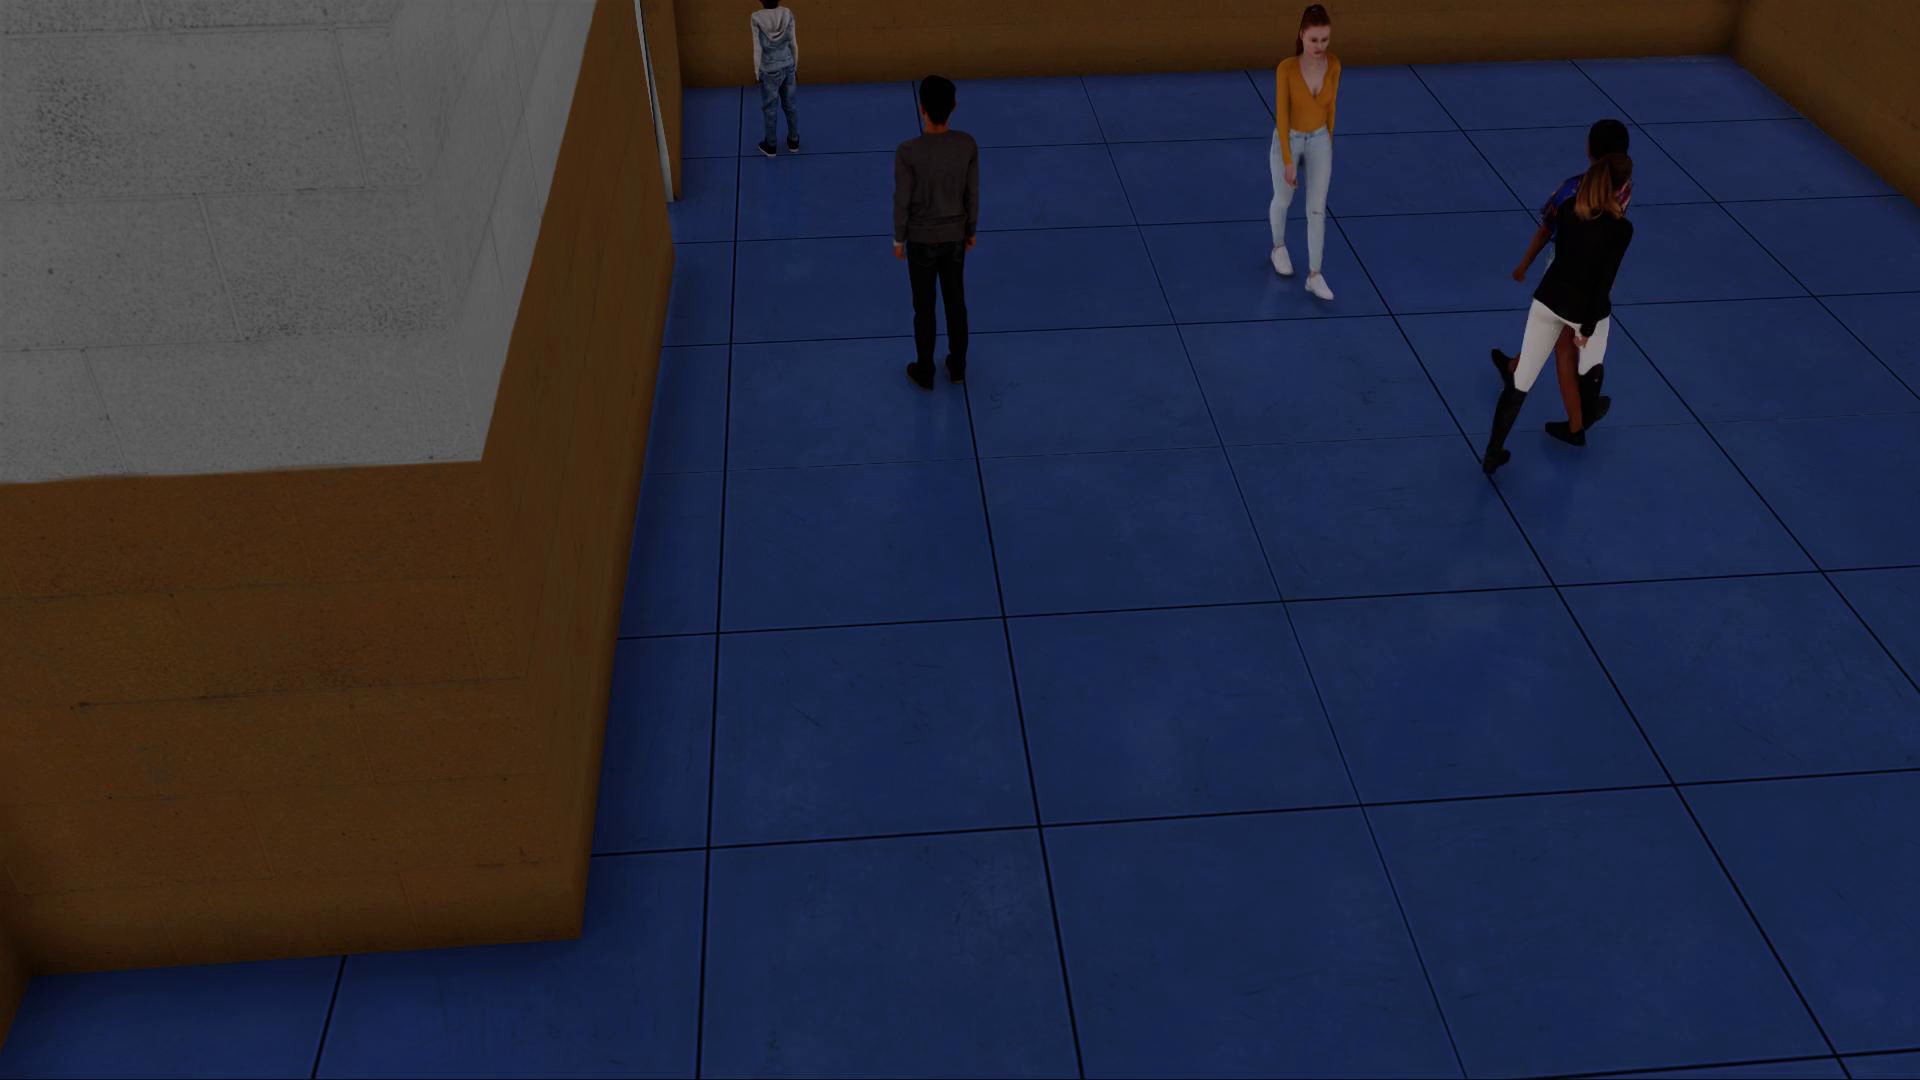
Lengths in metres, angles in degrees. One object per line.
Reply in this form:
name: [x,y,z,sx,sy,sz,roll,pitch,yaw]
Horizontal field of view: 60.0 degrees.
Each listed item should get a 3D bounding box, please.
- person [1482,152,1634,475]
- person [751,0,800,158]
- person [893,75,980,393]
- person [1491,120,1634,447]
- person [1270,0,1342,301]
person: [2.969,-1.070,8.300,1.226,1.666,1.079,-31,47,-34]
person: [-1.294,-3.318,11.647,0.510,1.261,0.599,-15,39,-19]
person: [-0.127,-1.630,8.978,0.758,1.765,0.577,30,46,33]
person: [3.190,-1.280,8.573,1.152,1.691,0.868,-12,39,-16]
person: [2.000,-2.376,10.008,0.904,1.722,0.705,-7,38,-10]
